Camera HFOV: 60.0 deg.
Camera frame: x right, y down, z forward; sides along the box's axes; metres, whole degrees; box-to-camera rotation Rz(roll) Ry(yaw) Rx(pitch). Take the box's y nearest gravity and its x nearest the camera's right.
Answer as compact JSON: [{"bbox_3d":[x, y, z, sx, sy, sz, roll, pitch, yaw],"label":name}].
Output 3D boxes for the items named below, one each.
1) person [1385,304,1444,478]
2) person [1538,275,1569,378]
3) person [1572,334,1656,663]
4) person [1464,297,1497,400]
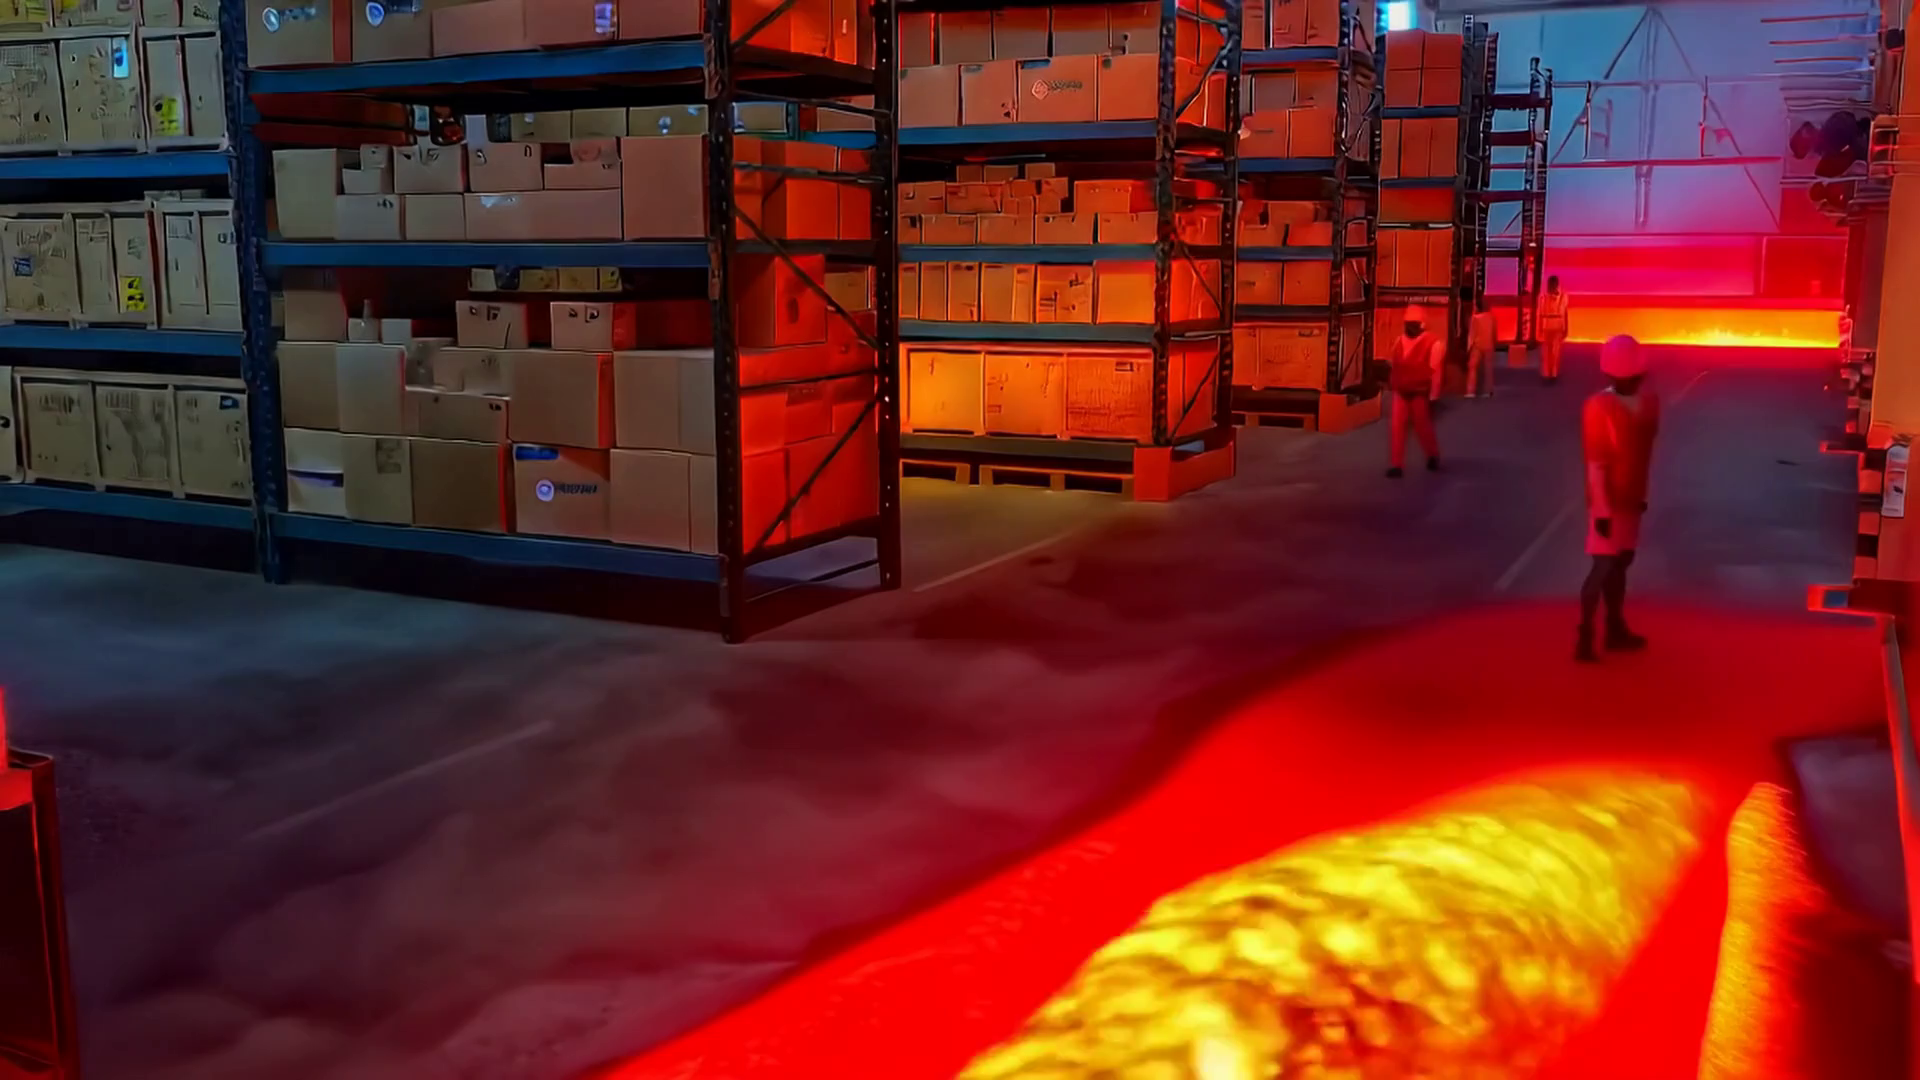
[{"bbox_3d":[4.778,-1.561,17.387,0.748,1.811,0.599,-9,13,-41],"label":"person"},{"bbox_3d":[11.117,-4.000,31.187,0.546,1.921,0.769,4,11,23],"label":"person"},{"bbox_3d":[3.819,-0.234,9.518,0.723,1.891,0.374,-7,12,-35],"label":"person"},{"bbox_3d":[8.283,-3.034,26.447,0.526,1.628,0.323,-3,10,-17],"label":"person"}]
